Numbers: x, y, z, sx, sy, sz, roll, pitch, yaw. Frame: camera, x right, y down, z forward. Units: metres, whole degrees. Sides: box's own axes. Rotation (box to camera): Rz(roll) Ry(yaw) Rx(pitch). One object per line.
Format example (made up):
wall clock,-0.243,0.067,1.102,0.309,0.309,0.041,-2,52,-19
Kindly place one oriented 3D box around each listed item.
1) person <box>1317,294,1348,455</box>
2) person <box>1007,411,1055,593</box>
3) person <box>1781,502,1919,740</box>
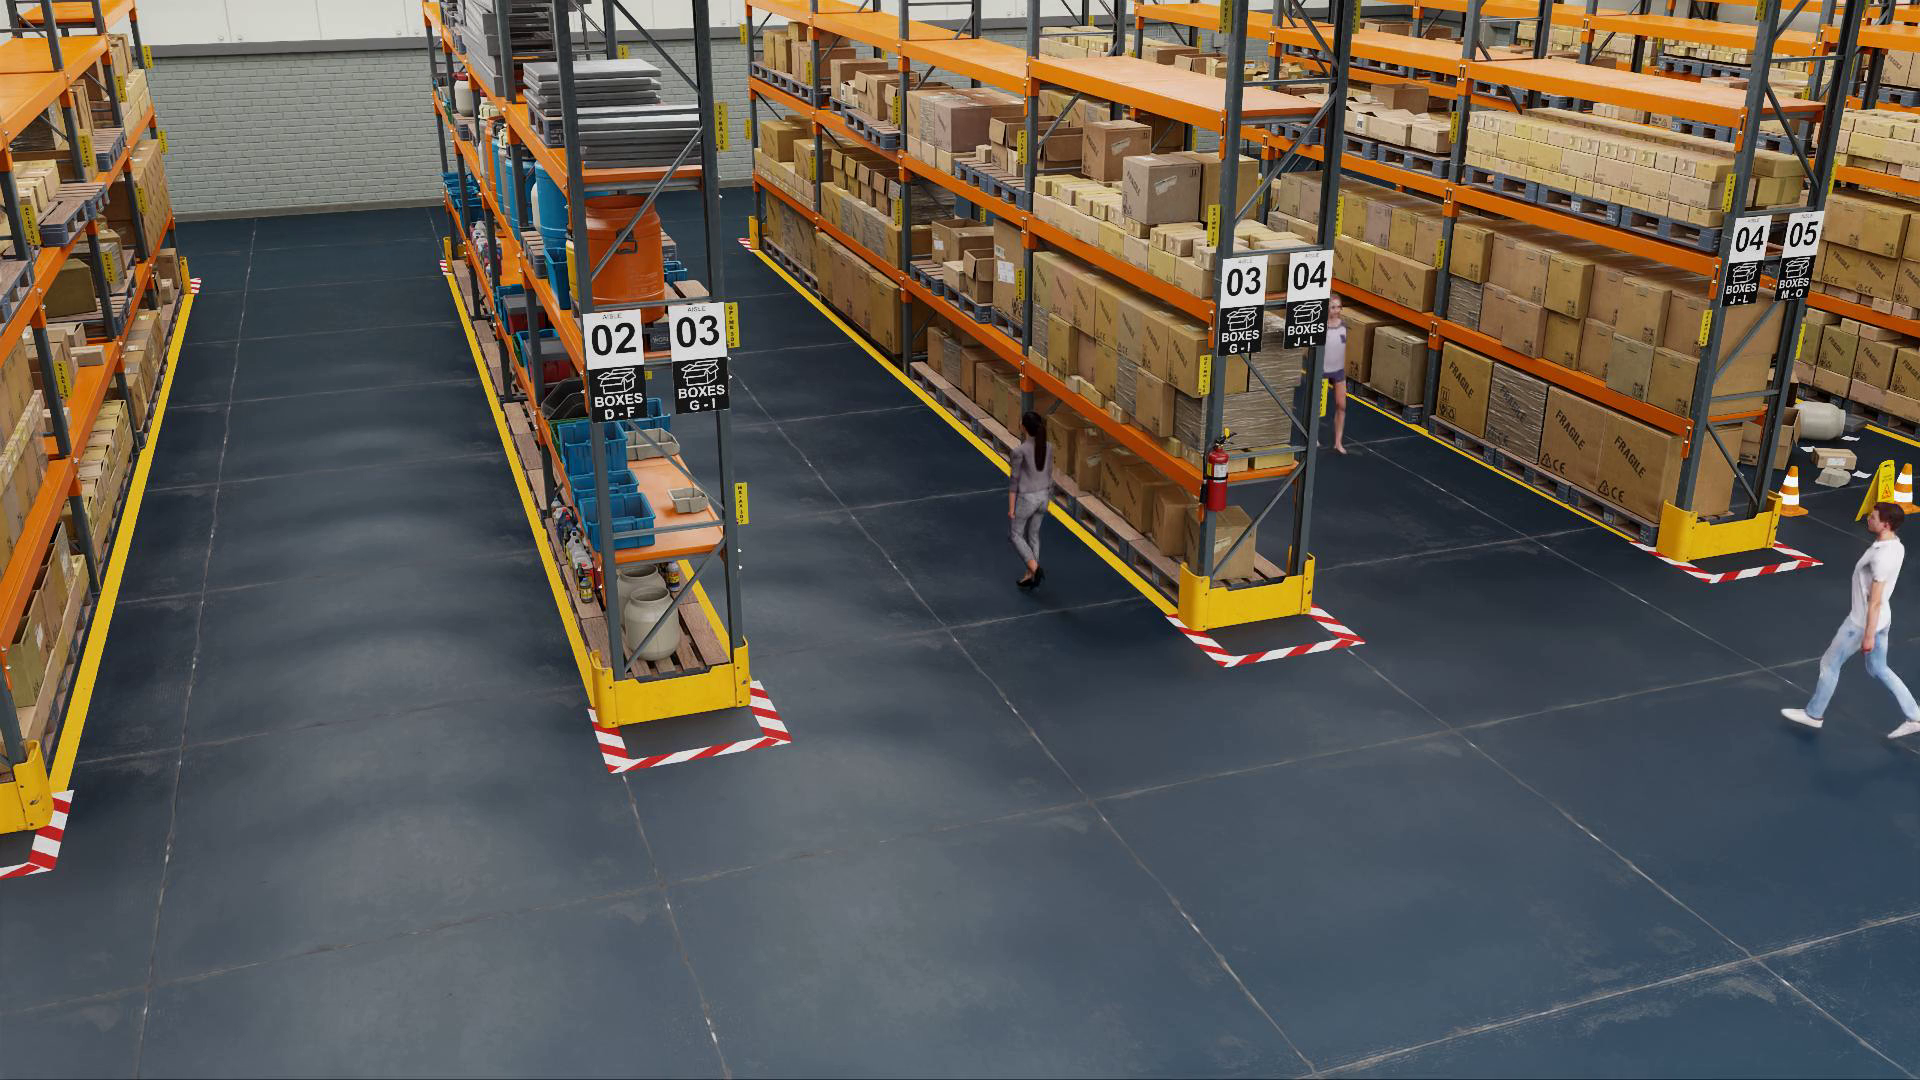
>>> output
person,4.018,-1.856,18.284,0.690,1.742,0.943,-3,22,-8
person,0.661,-0.285,14.552,0.736,1.661,0.799,-16,27,-34
person,6.717,0.637,12.093,1.288,1.815,1.070,18,28,37
